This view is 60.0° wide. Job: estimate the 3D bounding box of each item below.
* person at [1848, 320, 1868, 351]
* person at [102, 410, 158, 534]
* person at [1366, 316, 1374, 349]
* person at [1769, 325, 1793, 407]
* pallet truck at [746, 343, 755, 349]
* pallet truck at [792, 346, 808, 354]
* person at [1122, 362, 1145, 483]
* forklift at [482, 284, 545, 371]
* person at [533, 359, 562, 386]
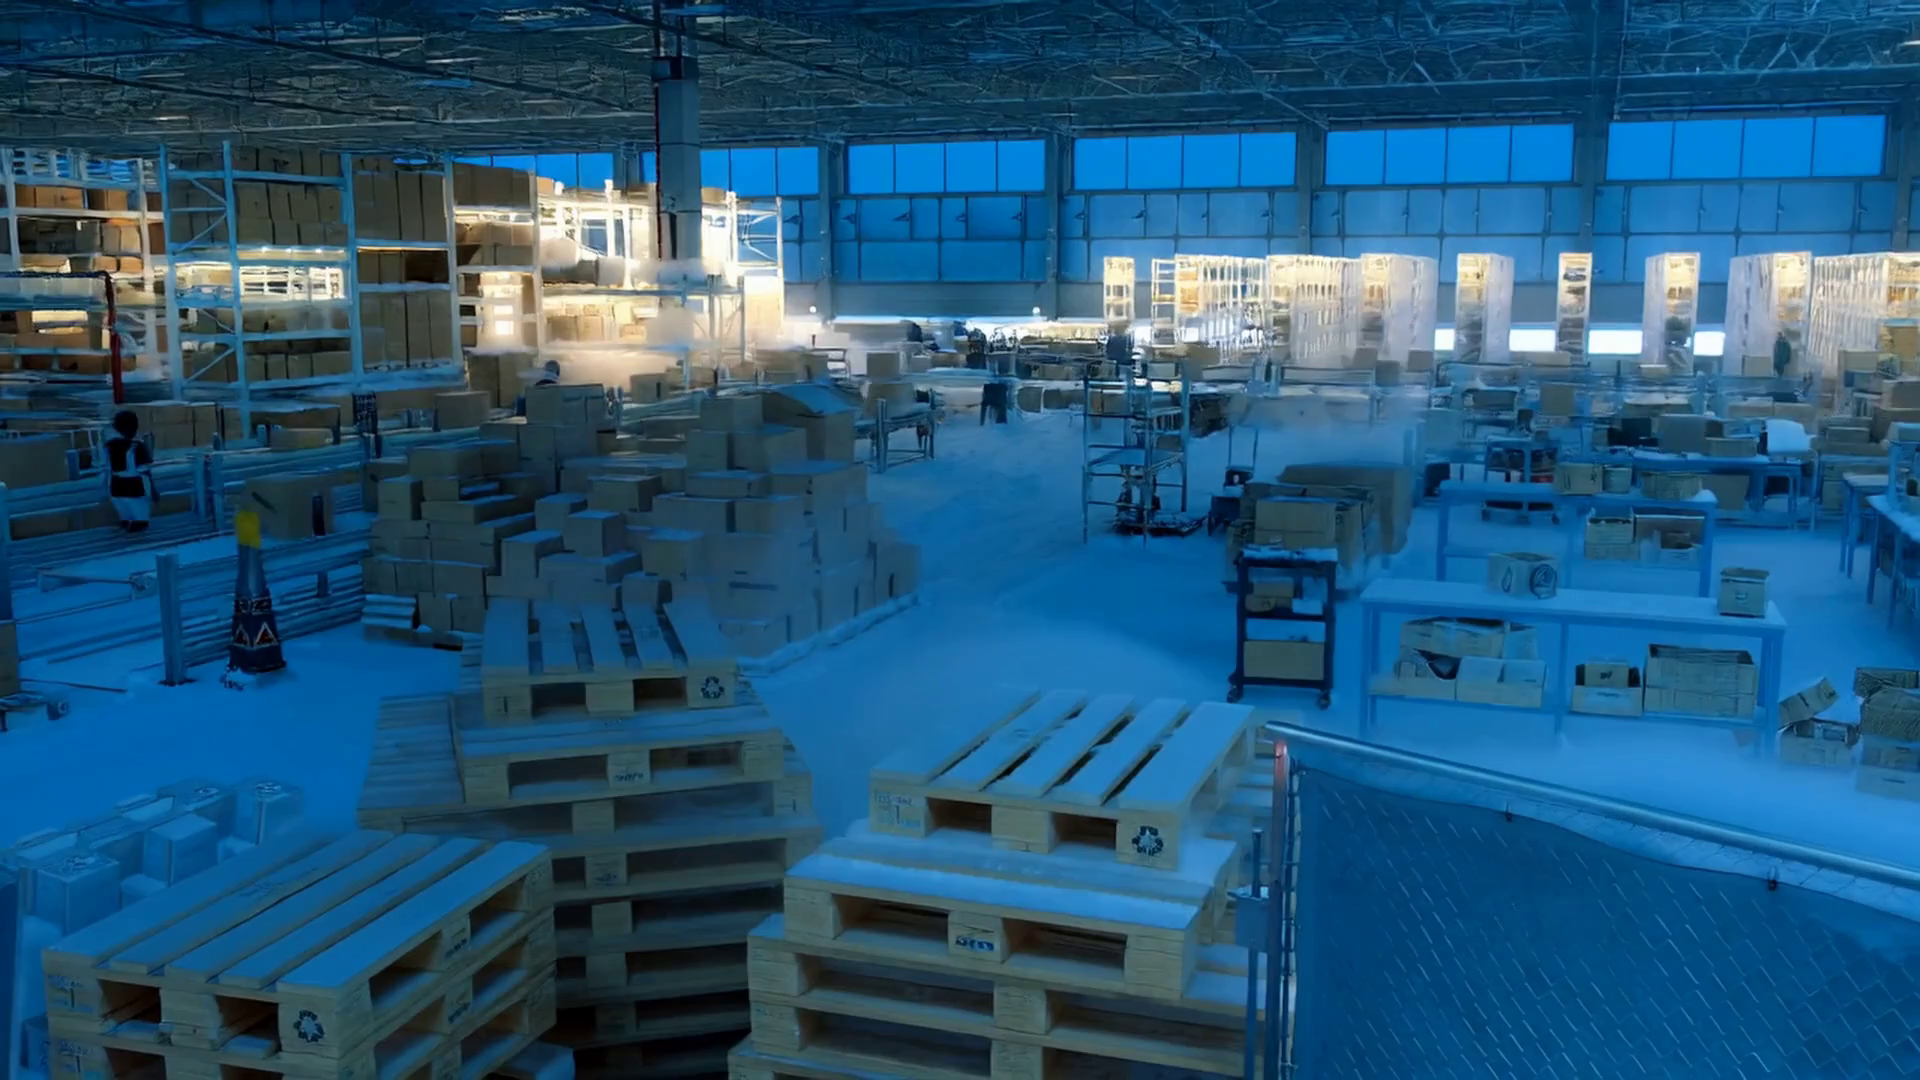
[{"bbox_3d":[25.165,-5.270,46.560,0.643,1.804,0.605,-1,9,-8],"label":"person"},{"bbox_3d":[-8.377,-0.467,16.770,0.540,1.683,0.419,4,10,24],"label":"person"},{"bbox_3d":[12.944,-6.313,52.691,0.797,1.950,0.648,2,9,11],"label":"person"},{"bbox_3d":[18.817,-3.973,38.161,0.492,1.886,0.671,5,10,29],"label":"person"},{"bbox_3d":[-6.183,-4.618,44.264,1.601,1.201,0.680,-9,12,-43],"label":"pallet truck"},{"bbox_3d":[-3.705,-4.298,42.022,0.653,1.274,1.630,3,10,20],"label":"pallet truck"},{"bbox_3d":[2.545,-1.711,24.323,0.317,1.766,0.534,3,10,20],"label":"person"},{"bbox_3d":[-10.832,-4.702,39.610,1.129,2.768,1.873,3,10,20],"label":"forklift"},{"bbox_3d":[-5.905,-1.714,24.175,0.612,1.813,0.423,3,10,20],"label":"person"}]
